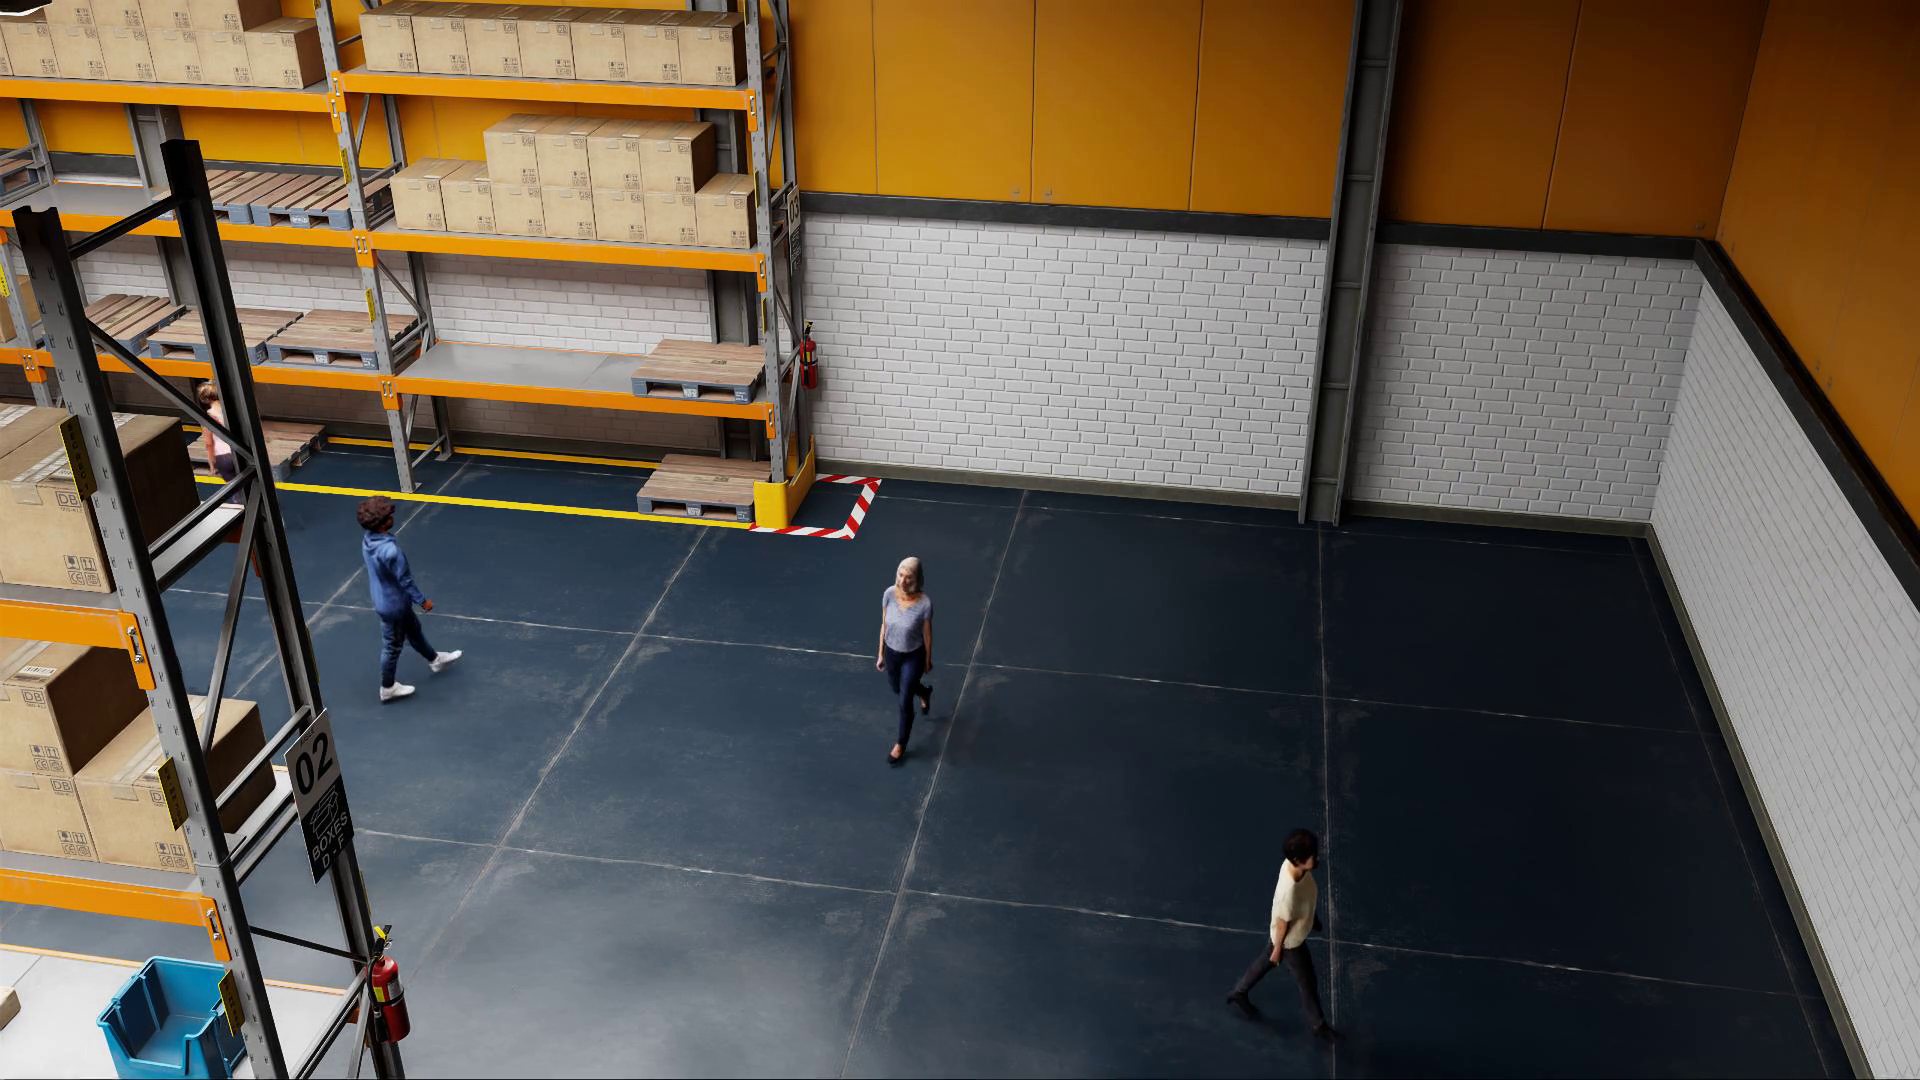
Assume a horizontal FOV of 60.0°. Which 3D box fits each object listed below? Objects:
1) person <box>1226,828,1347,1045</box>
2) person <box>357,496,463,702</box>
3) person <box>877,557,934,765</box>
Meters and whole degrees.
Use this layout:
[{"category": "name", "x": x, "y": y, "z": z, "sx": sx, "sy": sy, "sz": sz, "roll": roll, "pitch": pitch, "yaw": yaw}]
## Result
[{"category": "person", "x": 1.969, "y": 2.421, "z": 10.280, "sx": 1.017, "sy": 1.547, "sz": 0.664, "roll": 9, "pitch": 30, "yaw": 15}, {"category": "person", "x": -4.675, "y": 0.513, "z": 13.538, "sx": 1.118, "sy": 1.778, "sz": 1.054, "roll": -19, "pitch": 34, "yaw": -31}, {"category": "person", "x": -0.388, "y": 0.859, "z": 12.983, "sx": 1.031, "sy": 1.701, "sz": 0.889, "roll": 15, "pitch": 32, "yaw": 26}]
